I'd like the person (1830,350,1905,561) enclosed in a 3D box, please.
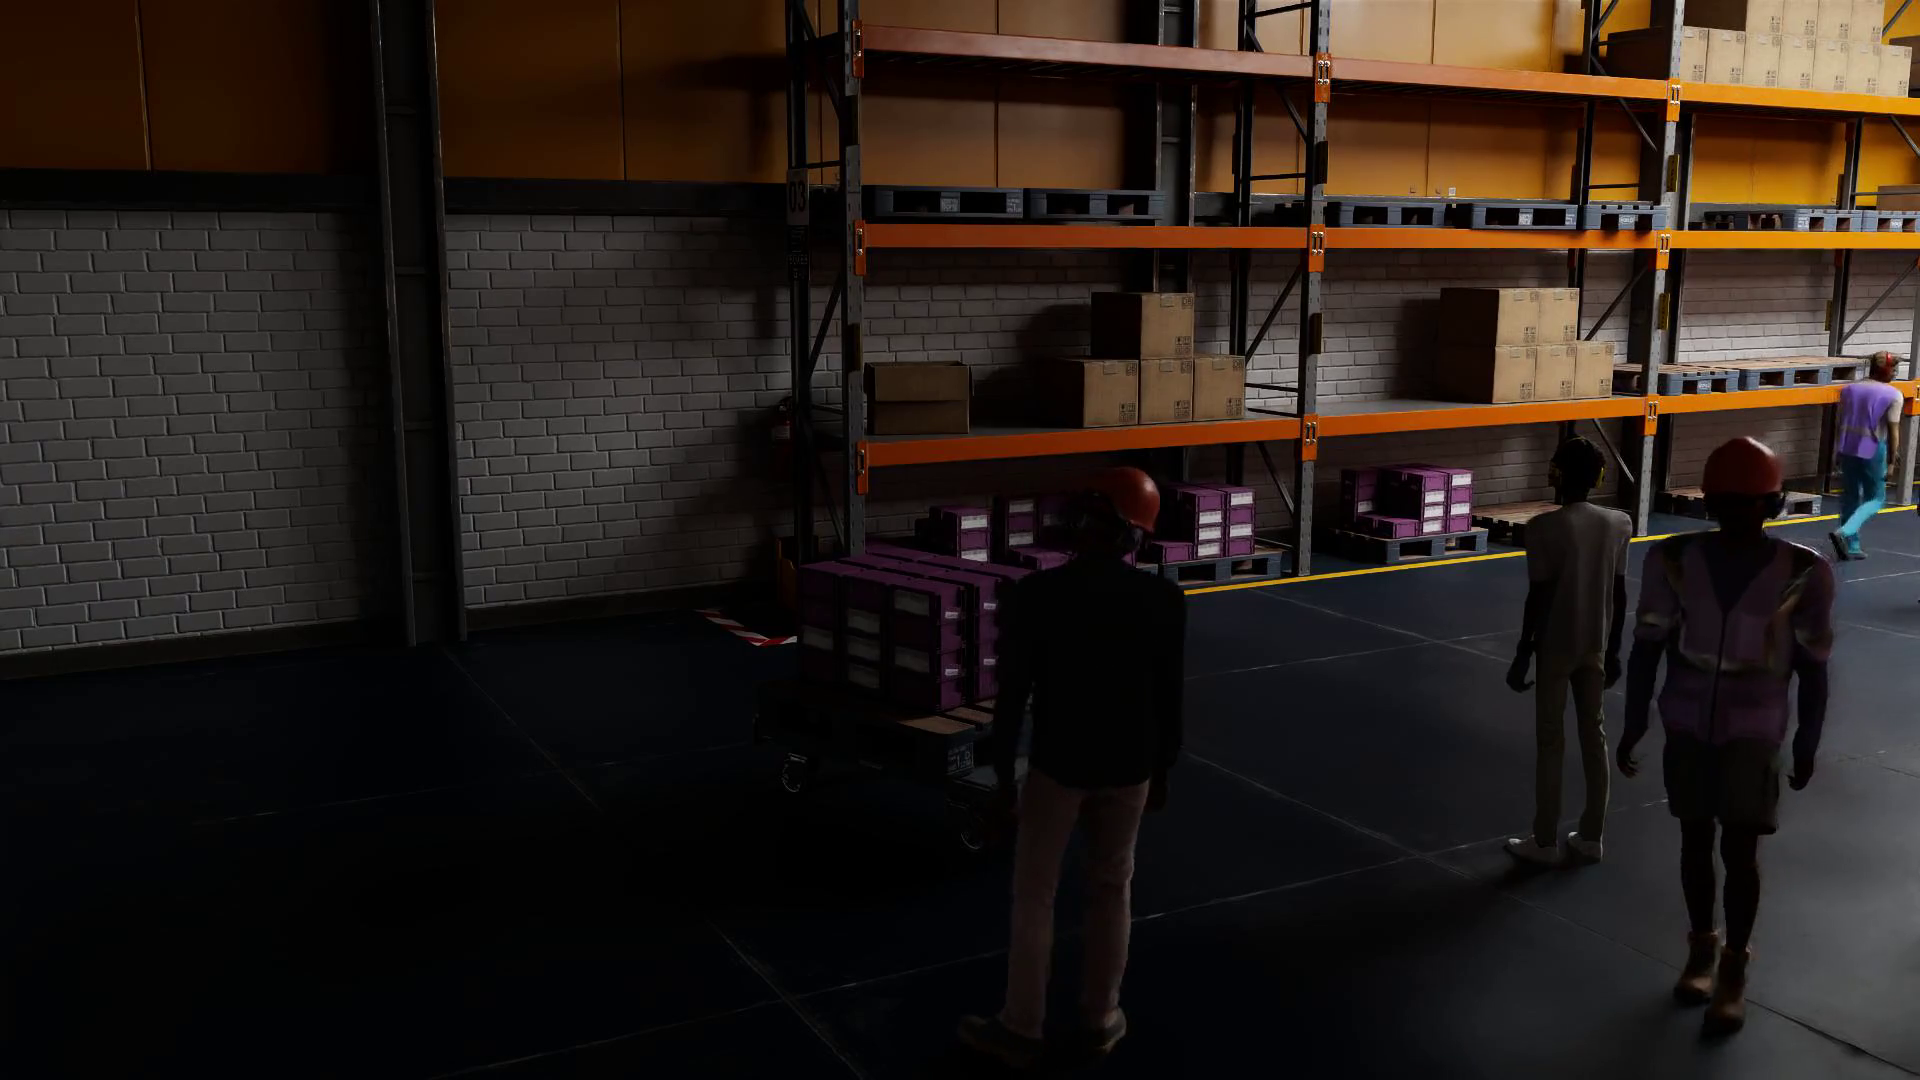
[{"bbox_3d":[7.596,-0.691,14.045,0.582,1.819,0.611,-5,11,-27],"label":"person"}]

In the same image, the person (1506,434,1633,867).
[{"bbox_3d":[2.618,0.480,7.170,0.517,1.874,0.327,-2,10,-11],"label":"person"}]

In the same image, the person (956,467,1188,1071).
[{"bbox_3d":[0.390,0.740,5.469,0.734,1.943,0.502,-2,10,-10],"label":"person"}]

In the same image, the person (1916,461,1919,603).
[{"bbox_3d":[7.339,-0.290,12.173,0.547,1.675,0.585,2,10,9],"label":"person"}]

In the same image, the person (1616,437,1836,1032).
[{"bbox_3d":[2.593,0.664,5.702,0.614,2.021,0.666,7,12,36],"label":"person"}]
